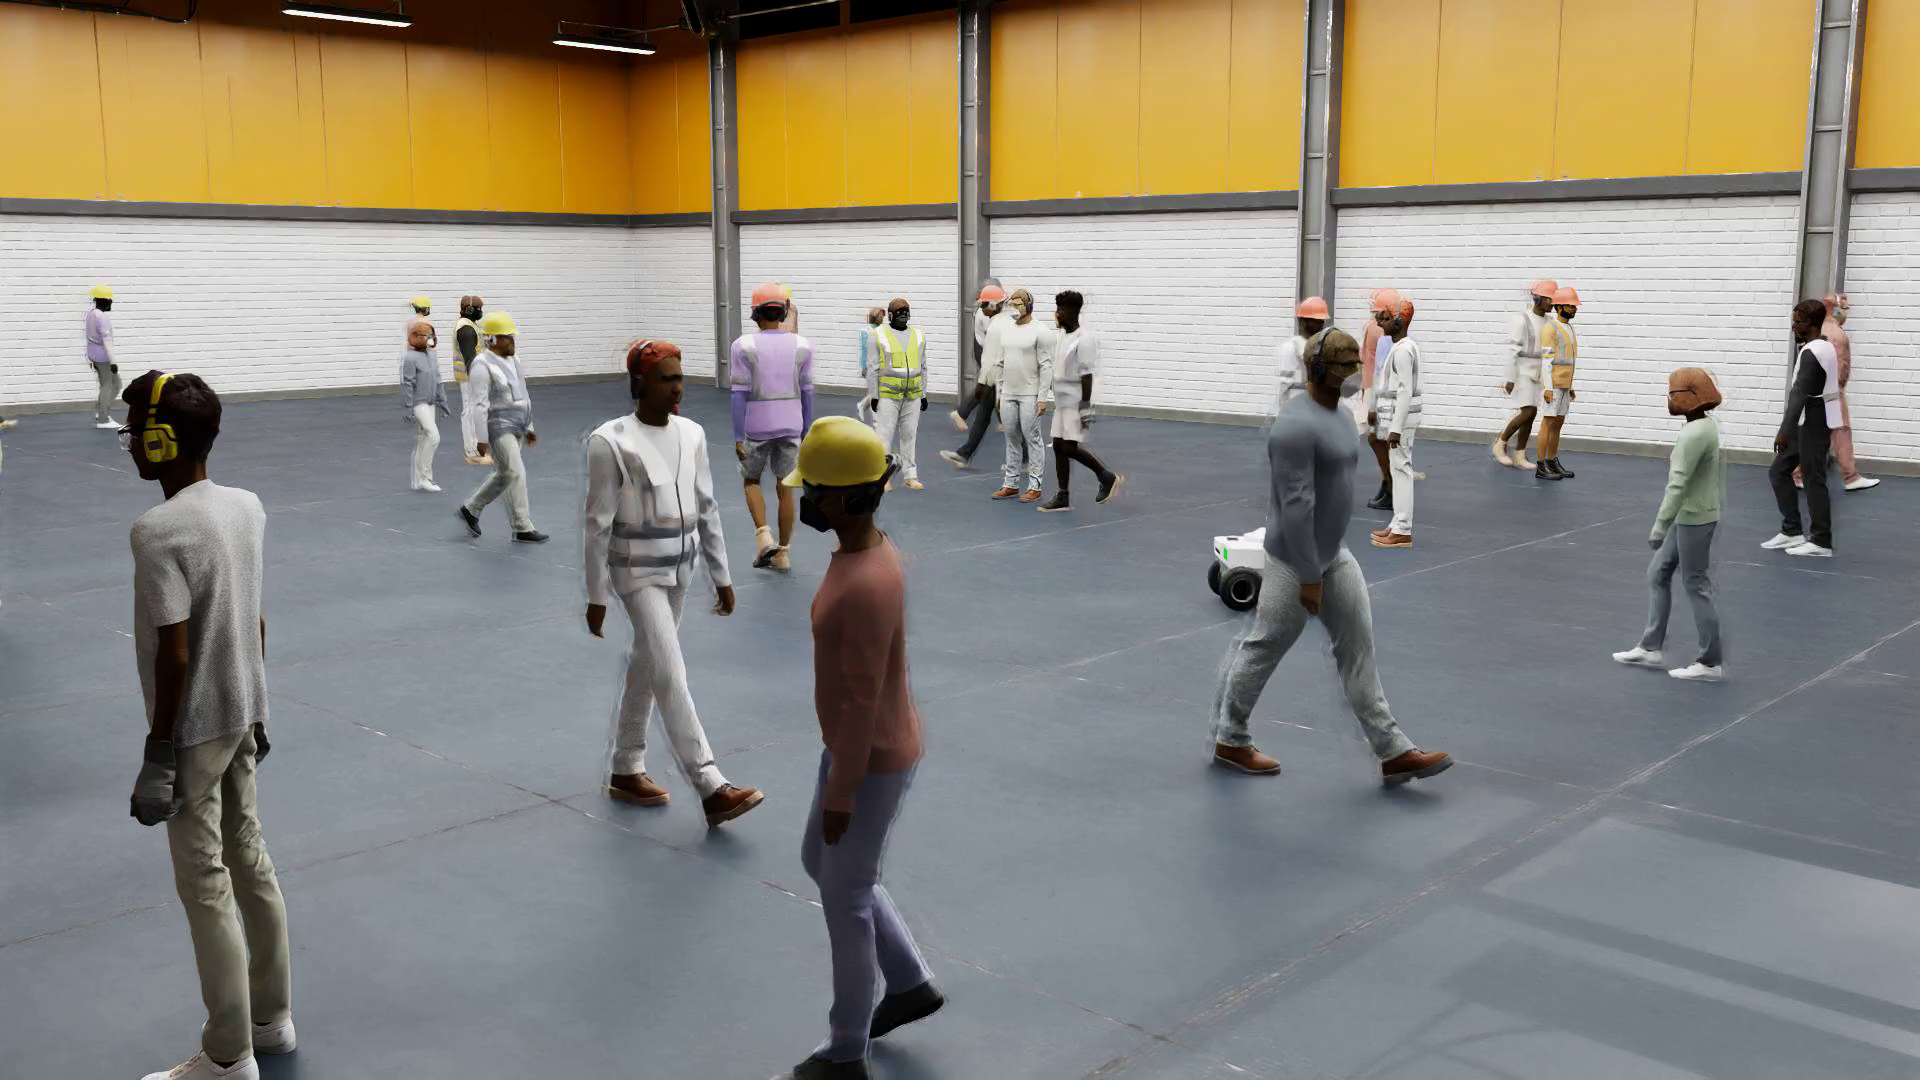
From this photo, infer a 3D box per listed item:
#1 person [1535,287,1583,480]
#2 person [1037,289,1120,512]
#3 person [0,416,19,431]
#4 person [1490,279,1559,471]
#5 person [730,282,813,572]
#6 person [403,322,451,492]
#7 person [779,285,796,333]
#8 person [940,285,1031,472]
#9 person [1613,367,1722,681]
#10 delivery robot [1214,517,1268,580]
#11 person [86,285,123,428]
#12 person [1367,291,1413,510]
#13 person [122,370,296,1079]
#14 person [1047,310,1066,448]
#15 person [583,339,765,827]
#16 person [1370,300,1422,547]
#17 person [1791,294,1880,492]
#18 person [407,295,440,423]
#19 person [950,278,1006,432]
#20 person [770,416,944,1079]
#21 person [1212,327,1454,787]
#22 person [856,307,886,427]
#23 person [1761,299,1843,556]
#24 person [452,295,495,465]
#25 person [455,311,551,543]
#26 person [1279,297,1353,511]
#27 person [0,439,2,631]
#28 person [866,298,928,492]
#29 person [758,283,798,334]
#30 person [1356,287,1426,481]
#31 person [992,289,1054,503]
[{"bbox_3d":[6.057,-1.576,16.785,0.543,1.940,0.361,-9,13,-44],"label":"person"},{"bbox_3d":[1.022,-1.208,14.494,0.630,1.946,0.611,-3,10,-19],"label":"person"},{"bbox_3d":[-12.756,-2.259,21.428,0.532,1.791,0.988,9,13,42],"label":"person"},{"bbox_3d":[6.022,-1.726,17.502,0.622,2.012,0.525,-7,11,-35],"label":"person"},{"bbox_3d":[-1.312,-0.775,11.602,0.609,2.029,0.439,-4,10,-22],"label":"person"},{"bbox_3d":[-5.047,-1.259,15.836,0.493,1.617,0.502,1,9,9],"label":"person"},{"bbox_3d":[-2.584,-2.693,23.808,0.592,1.881,0.701,-9,13,-43],"label":"person"},{"bbox_3d":[0.287,-1.670,17.338,1.004,1.939,0.649,1,9,7],"label":"person"},{"bbox_3d":[3.681,-0.085,8.623,0.675,1.607,0.520,6,11,31],"label":"person"},{"bbox_3d":[1.973,0.096,10.482,0.707,0.478,0.477,0,9,-1],"label":"delivery robot"},{"bbox_3d":[-11.354,-2.431,22.117,0.439,1.907,0.608,-7,12,-37],"label":"person"},{"bbox_3d":[3.708,-1.215,14.607,0.496,1.924,0.569,6,11,32],"label":"person"},{"bbox_3d":[-1.958,0.499,4.282,0.317,1.867,0.531,1,9,5],"label":"person"},{"bbox_3d":[1.231,-1.913,19.757,0.308,1.645,0.514,5,11,30],"label":"person"},{"bbox_3d":[-1.062,0.170,6.364,0.923,1.841,0.606,6,11,31],"label":"person"},{"bbox_3d":[3.345,-0.882,12.706,0.356,1.881,0.575,3,10,16],"label":"person"},{"bbox_3d":[8.350,-1.389,15.816,0.878,1.872,0.673,0,9,-1],"label":"person"},{"bbox_3d":[-7.415,-2.489,22.955,0.400,1.755,0.524,-9,13,-44],"label":"person"},{"bbox_3d":[0.343,-2.404,21.551,0.892,2.000,0.681,0,9,0],"label":"person"},{"bbox_3d":[-0.284,0.555,4.263,0.396,1.761,0.565,-1,9,-6],"label":"person"},{"bbox_3d":[1.494,0.084,6.778,1.029,1.880,0.656,7,11,36],"label":"person"},{"bbox_3d":[-1.186,-2.321,22.349,0.621,1.624,0.521,8,12,40],"label":"person"},{"bbox_3d":[6.217,-0.823,12.311,0.640,1.892,0.609,5,10,27],"label":"person"},{"bbox_3d":[-5.289,-1.740,18.098,0.429,1.842,0.626,-3,10,-18],"label":"person"},{"bbox_3d":[-3.593,-0.876,12.921,0.807,1.804,0.593,2,9,10],"label":"person"},{"bbox_3d":[3.011,-1.125,14.191,0.547,1.884,0.995,-7,11,-36],"label":"person"},{"bbox_3d":[-5.810,-0.341,9.537,0.404,1.833,0.586,7,11,35],"label":"person"},{"bbox_3d":[-0.581,-1.386,15.919,0.627,1.844,0.429,-5,10,-26],"label":"person"},{"bbox_3d":[-2.795,-2.974,25.449,0.641,1.912,0.410,-4,10,-24],"label":"person"},{"bbox_3d":[4.123,-1.542,16.564,1.018,1.955,0.638,1,9,6],"label":"person"},{"bbox_3d":[0.565,-1.311,15.163,0.630,1.940,0.373,8,12,41],"label":"person"}]
